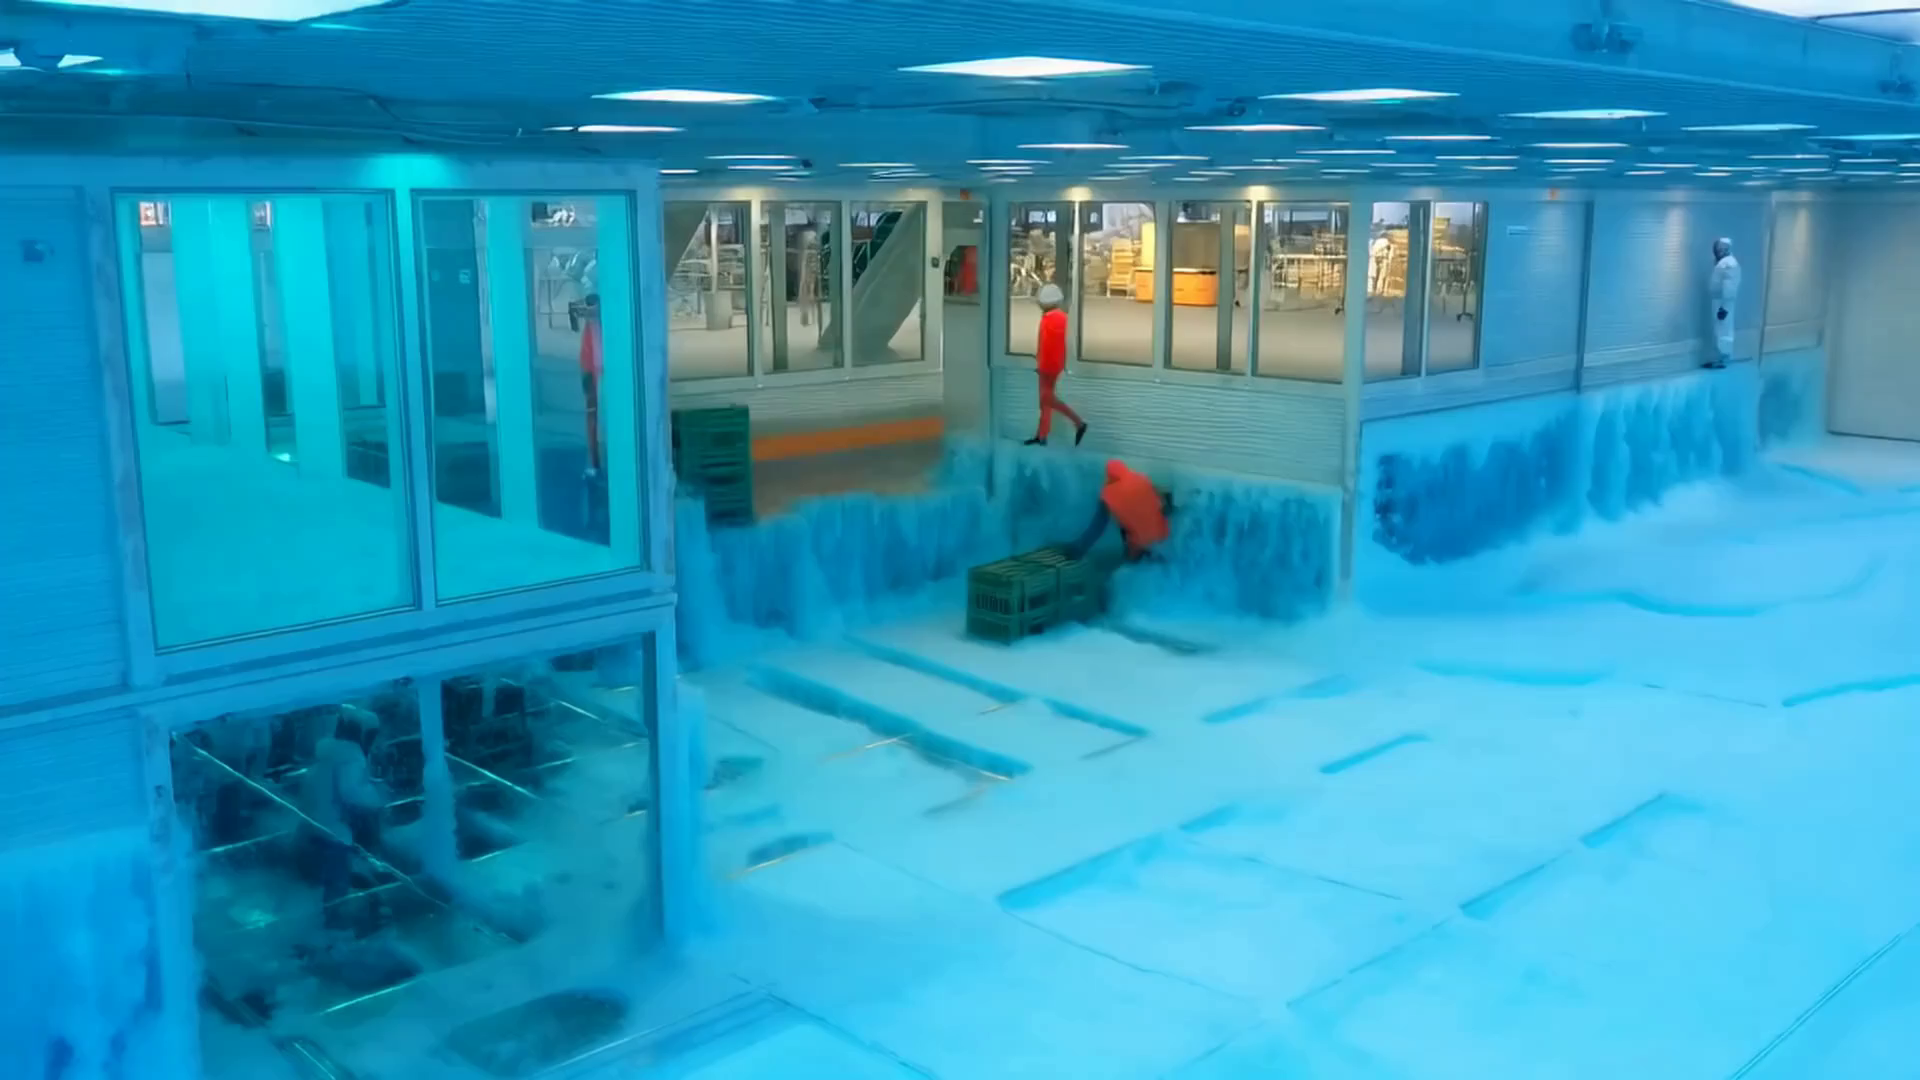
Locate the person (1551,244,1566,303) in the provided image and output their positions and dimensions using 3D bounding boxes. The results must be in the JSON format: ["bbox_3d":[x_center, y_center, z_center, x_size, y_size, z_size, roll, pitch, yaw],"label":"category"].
[{"bbox_3d":[13.692,-6.081,37.891,0.499,1.726,0.384,-10,15,-41],"label":"person"}]

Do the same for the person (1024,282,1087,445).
[{"bbox_3d":[0.930,-1.696,16.191,0.653,1.613,0.505,6,13,26],"label":"person"}]

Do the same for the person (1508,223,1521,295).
[{"bbox_3d":[14.991,-7.591,44.985,0.598,1.919,0.561,-9,14,-37],"label":"person"}]

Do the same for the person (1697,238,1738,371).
[{"bbox_3d":[10.879,-3.375,23.876,0.403,1.906,0.644,2,11,10],"label":"person"}]
